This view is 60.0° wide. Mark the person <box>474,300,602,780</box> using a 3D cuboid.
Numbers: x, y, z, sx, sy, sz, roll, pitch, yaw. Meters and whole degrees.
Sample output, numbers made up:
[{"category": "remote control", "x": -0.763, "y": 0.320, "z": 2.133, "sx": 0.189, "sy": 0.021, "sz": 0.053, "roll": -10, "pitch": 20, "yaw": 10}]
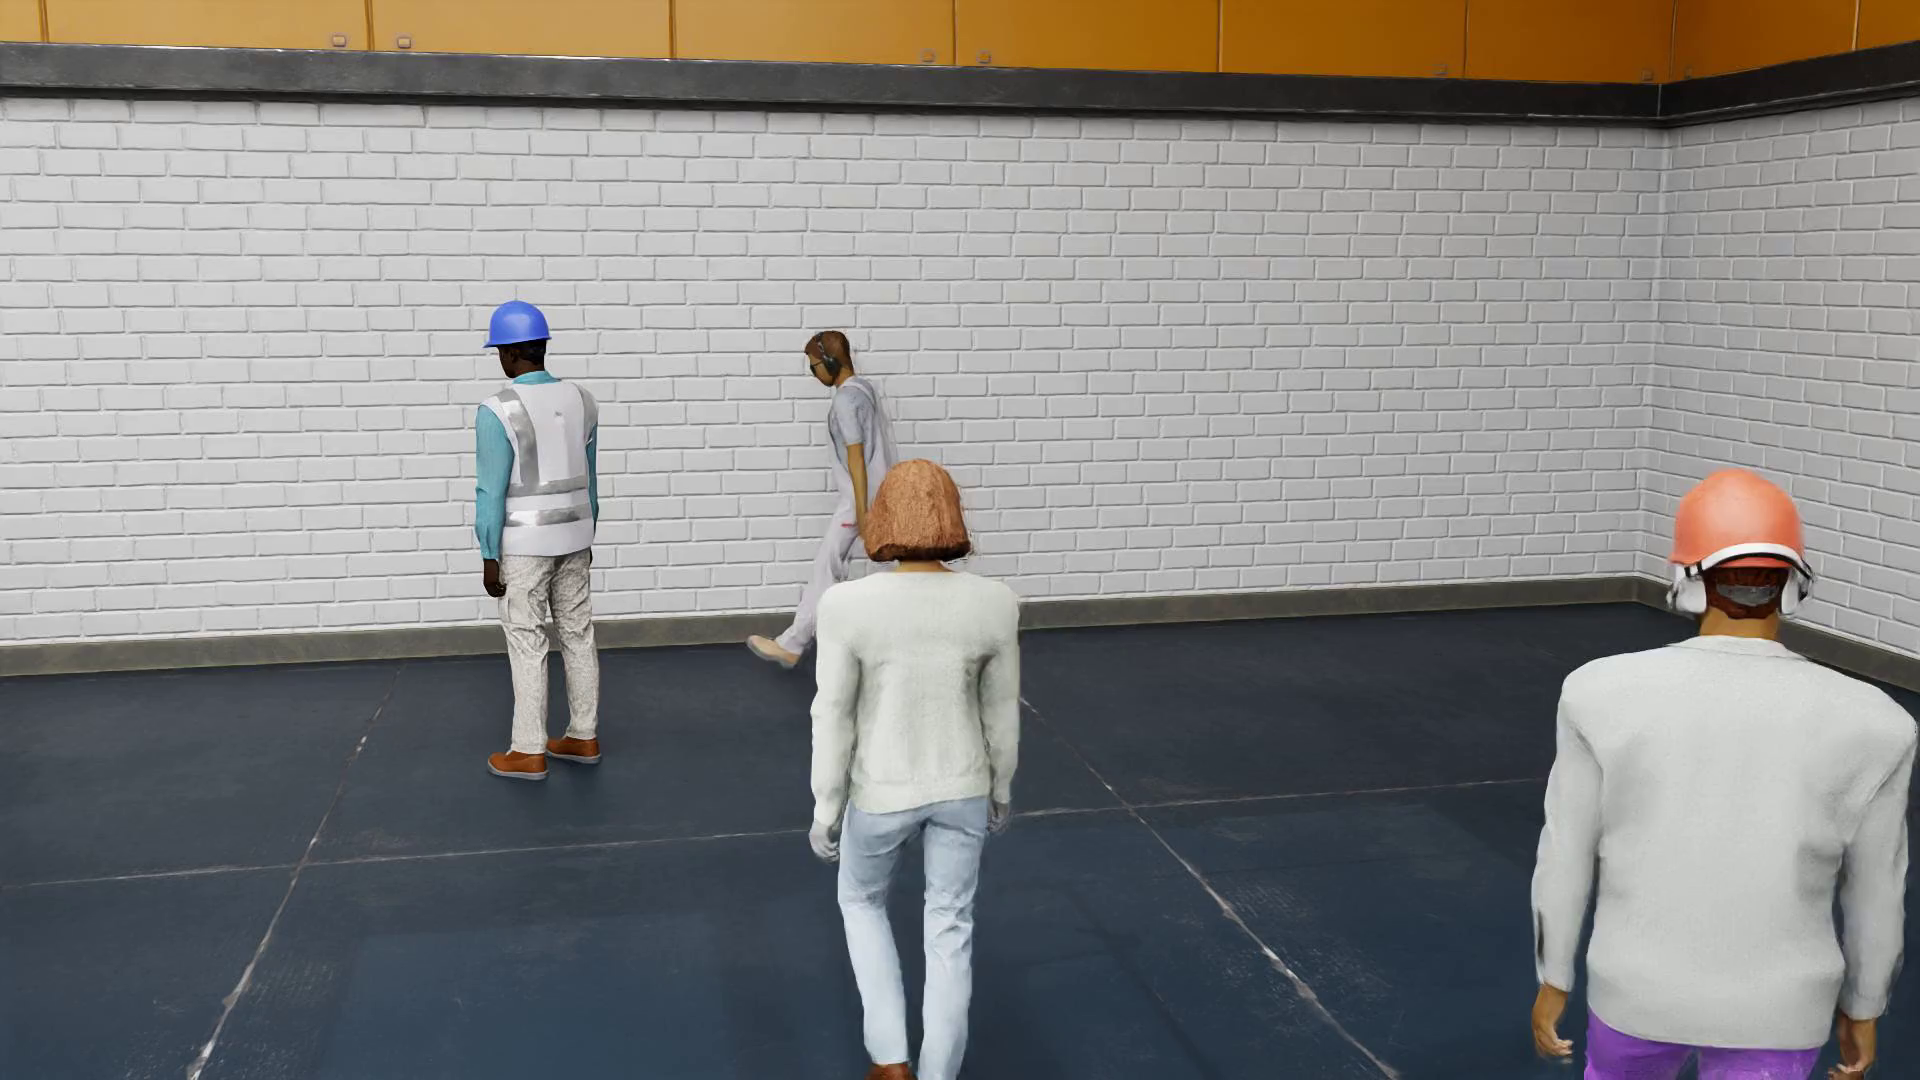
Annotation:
[{"category": "person", "x": -1.721, "y": 0.003, "z": 6.776, "sx": 0.416, "sy": 1.939, "sz": 0.604, "roll": 6, "pitch": 11, "yaw": 34}]

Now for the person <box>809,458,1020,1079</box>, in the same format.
[{"category": "person", "x": -0.110, "y": 0.612, "z": 4.002, "sx": 0.532, "sy": 1.617, "sz": 0.386, "roll": -2, "pitch": 10, "yaw": -15}]

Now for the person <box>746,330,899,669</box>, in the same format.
[{"category": "person", "x": -0.551, "y": -0.191, "z": 8.517, "sx": 1.035, "sy": 1.755, "sz": 0.604, "roll": 2, "pitch": 10, "yaw": 14}]

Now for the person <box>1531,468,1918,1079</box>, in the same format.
[{"category": "person", "x": 1.293, "y": 0.743, "z": 2.875, "sx": 0.593, "sy": 1.734, "sz": 0.370, "roll": 3, "pitch": 10, "yaw": 19}]
